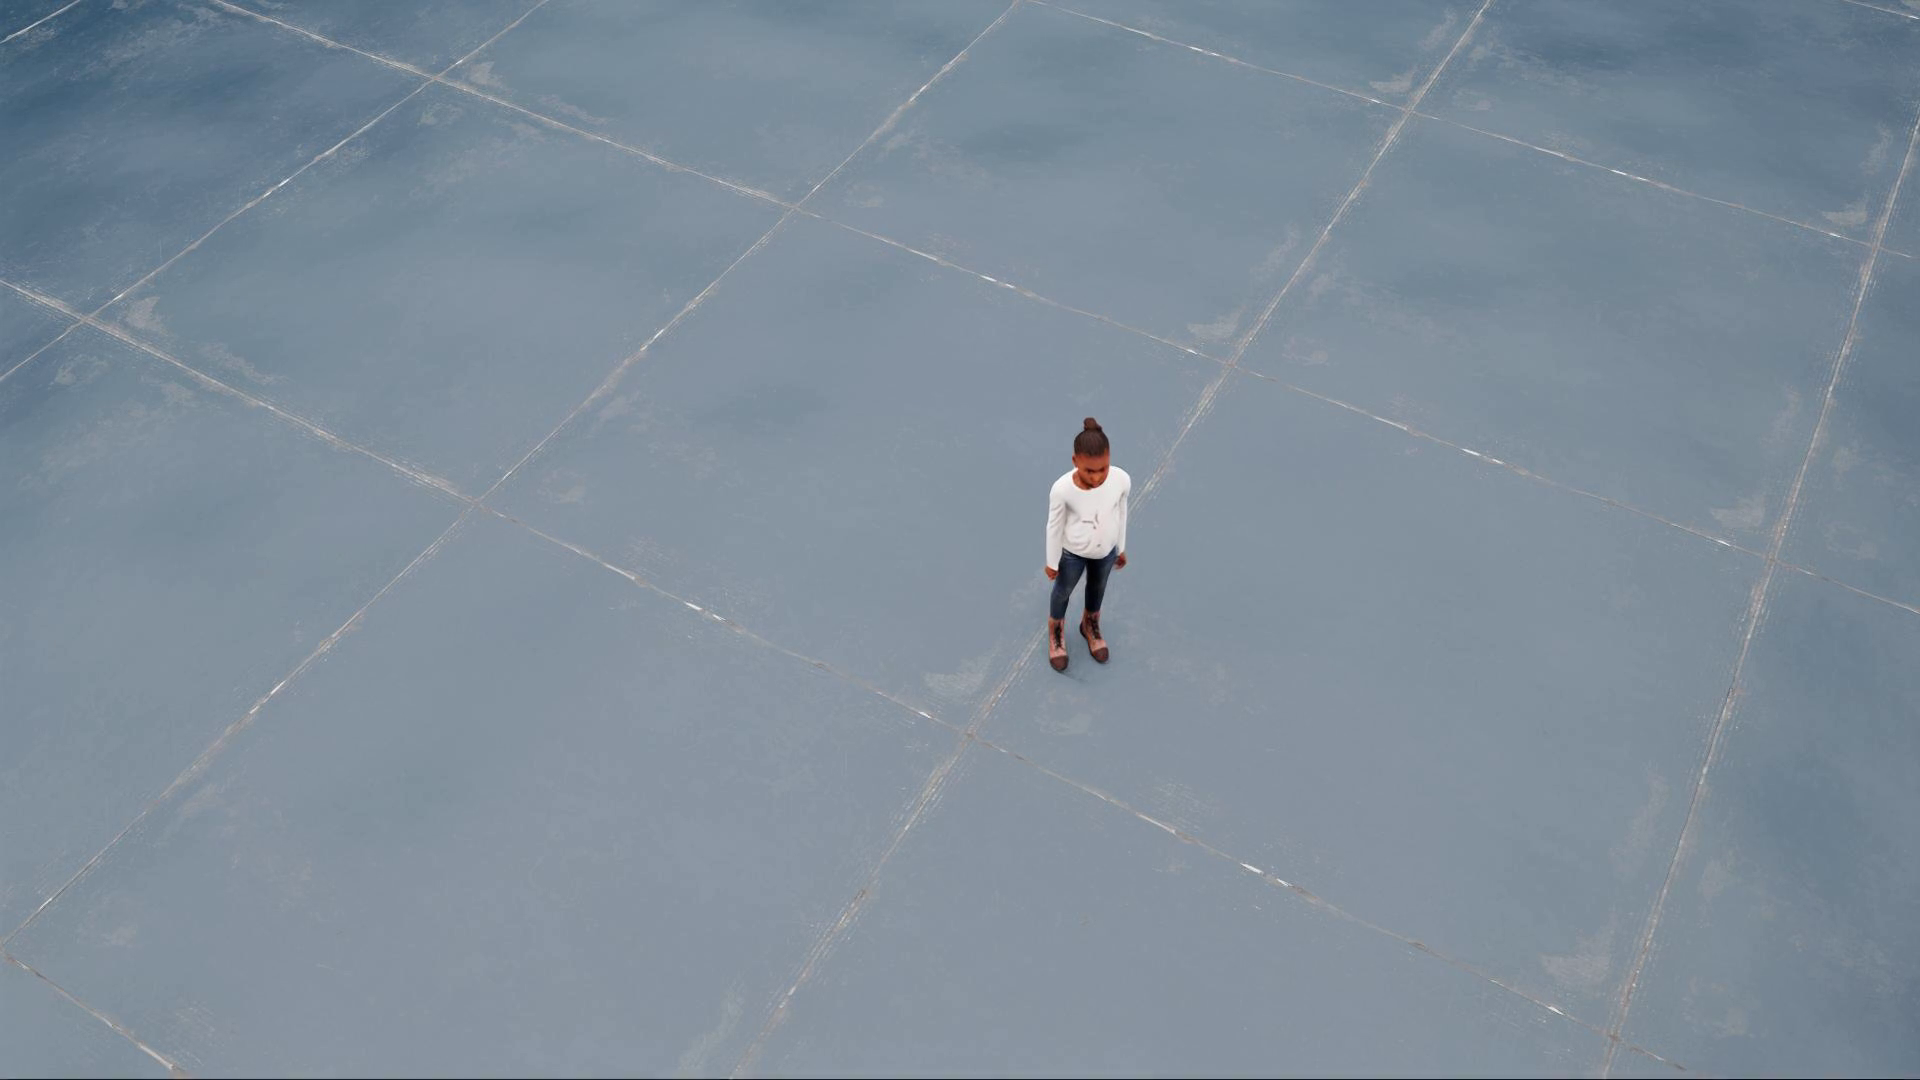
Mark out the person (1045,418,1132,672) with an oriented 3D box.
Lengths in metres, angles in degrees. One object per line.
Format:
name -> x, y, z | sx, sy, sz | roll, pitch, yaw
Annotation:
person -> 0.577, 0.024, 7.555 | 0.592, 1.453, 0.651 | -12, 48, -11
